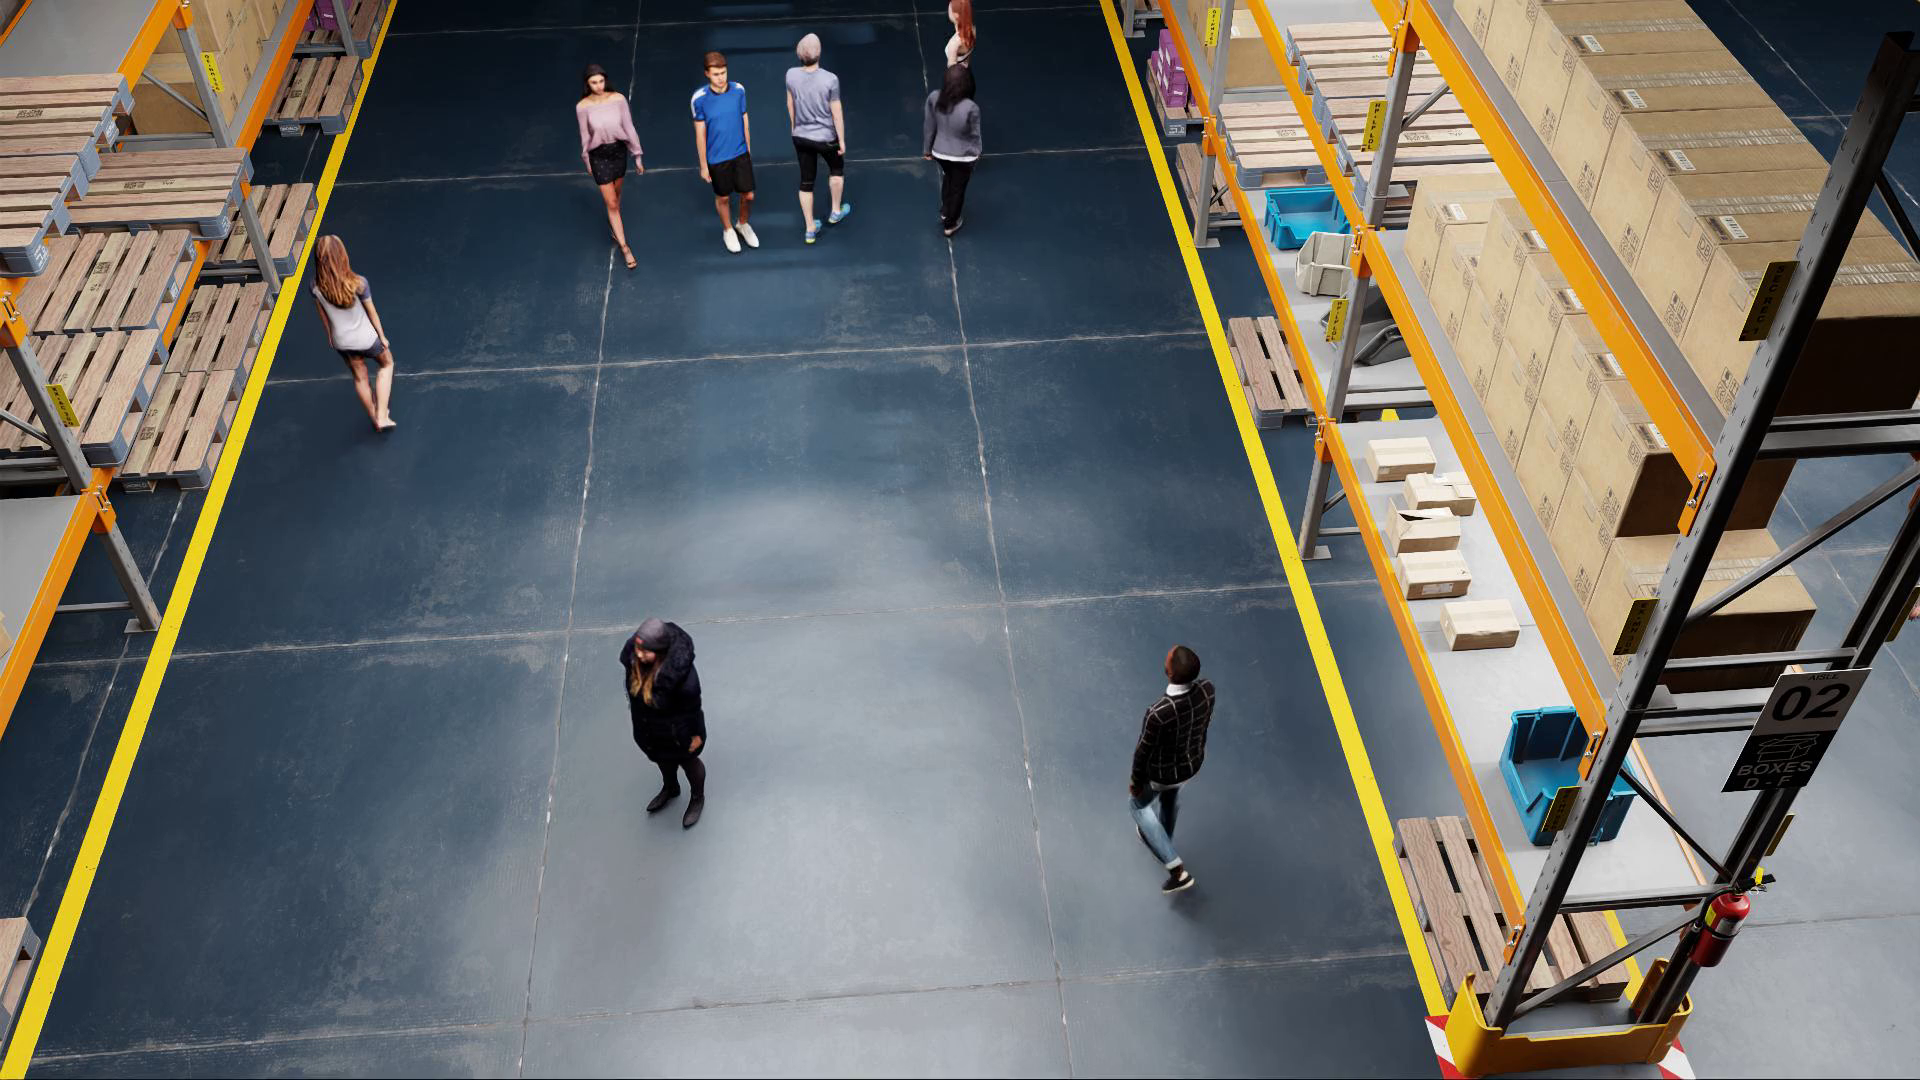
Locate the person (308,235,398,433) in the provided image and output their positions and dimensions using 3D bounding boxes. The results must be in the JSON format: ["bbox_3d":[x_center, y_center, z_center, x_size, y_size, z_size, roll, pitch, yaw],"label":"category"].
[{"bbox_3d":[-4.509,-1.456,12.372,0.624,1.725,0.641,0,44,0],"label":"person"}]

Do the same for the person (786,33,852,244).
[{"bbox_3d":[-1.263,-3.404,14.313,0.857,1.868,0.957,9,44,10],"label":"person"}]

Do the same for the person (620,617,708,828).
[{"bbox_3d":[-1.708,1.046,9.783,0.790,1.674,0.827,21,48,21],"label":"person"}]

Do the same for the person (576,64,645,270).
[{"bbox_3d":[-3.023,-3.276,14.247,0.871,1.773,1.107,-19,47,-18],"label":"person"}]

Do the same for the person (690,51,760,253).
[{"bbox_3d":[-2.043,-3.359,14.275,0.756,1.855,0.750,-19,47,-19],"label":"person"}]

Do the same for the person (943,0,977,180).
[{"bbox_3d":[0.017,-4.109,15.143,0.736,1.744,0.633,19,47,19],"label":"person"}]

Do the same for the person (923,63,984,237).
[{"bbox_3d":[-0.084,-3.349,14.461,0.802,1.585,0.848,23,48,22],"label":"person"}]

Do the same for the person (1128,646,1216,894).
[{"bbox_3d":[1.233,1.330,9.385,0.891,1.810,1.022,-22,48,-21],"label":"person"}]
